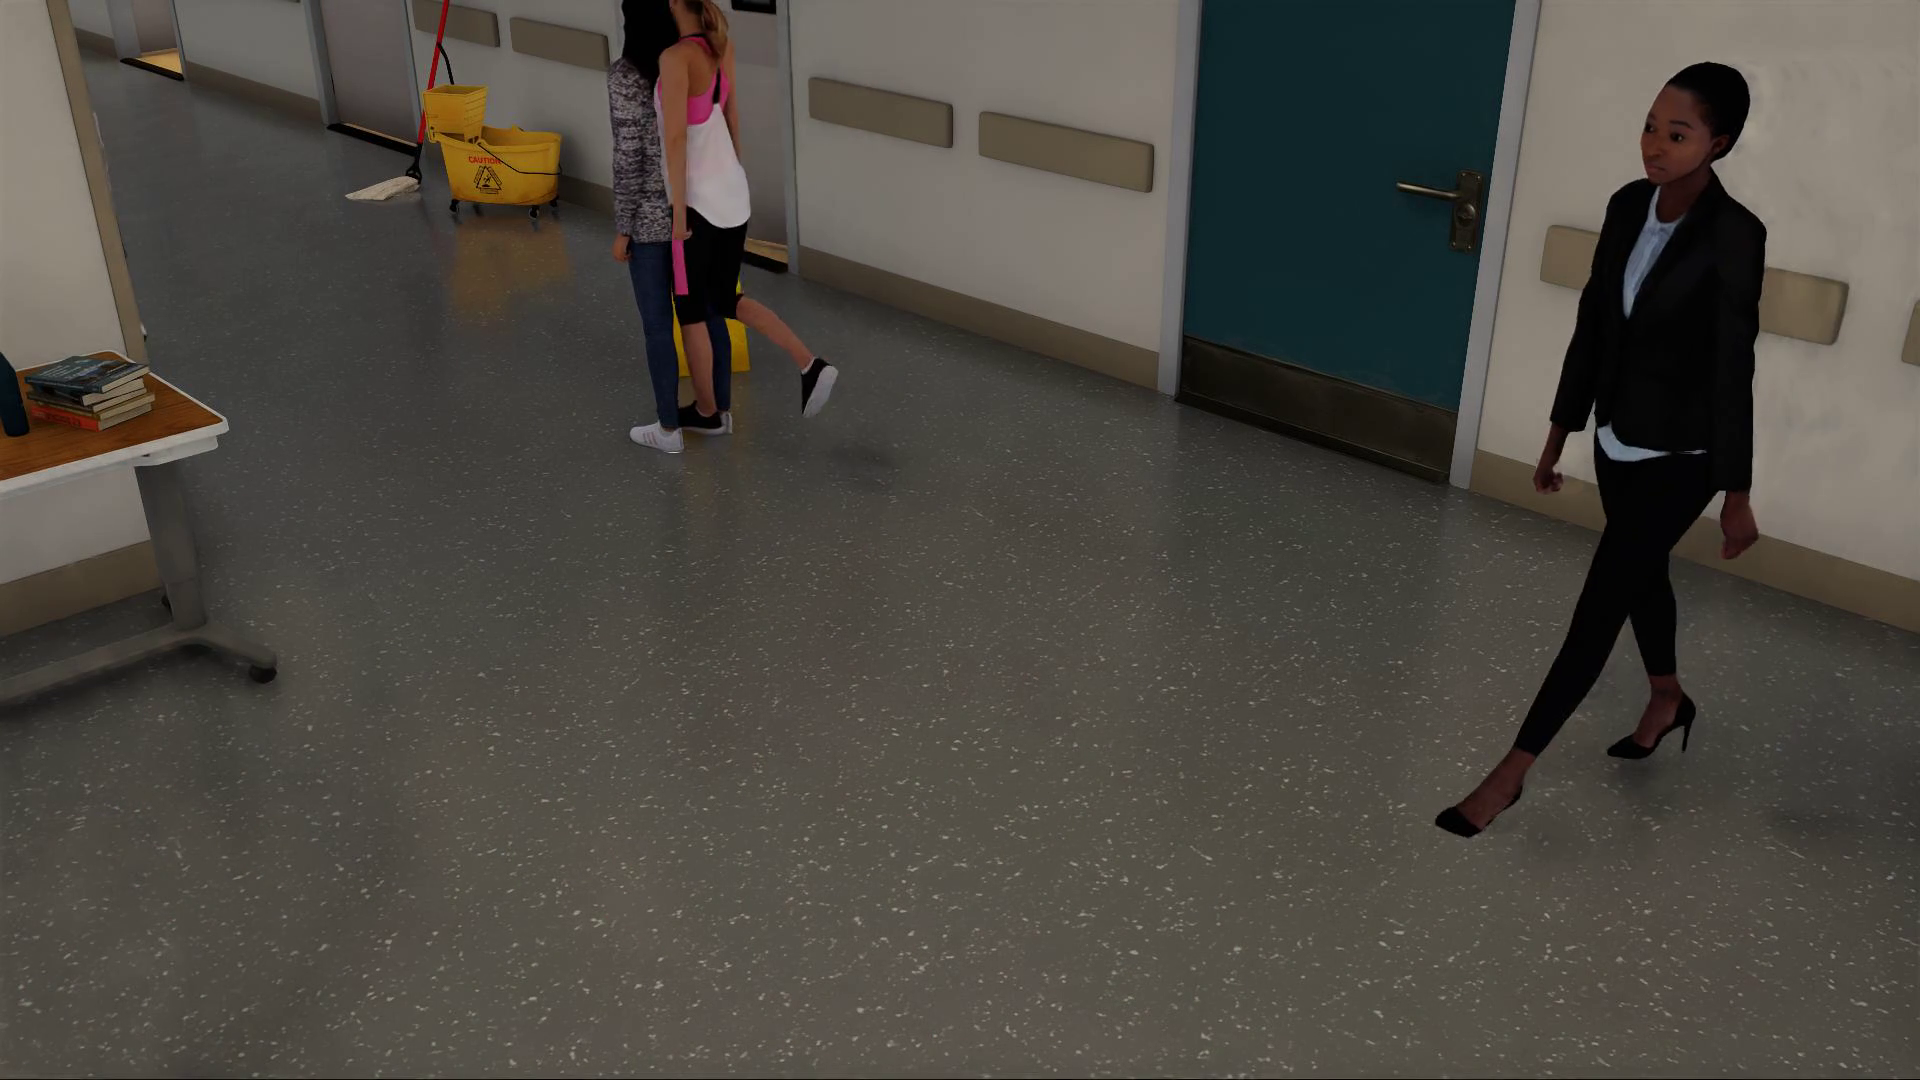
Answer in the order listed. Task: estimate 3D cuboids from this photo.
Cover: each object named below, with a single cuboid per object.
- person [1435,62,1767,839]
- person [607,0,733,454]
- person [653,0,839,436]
[{"bbox_3d":[1.647,-0.143,3.798,1.061,1.785,1.171,-8,27,-15],"label":"person"},{"bbox_3d":[-1.051,-1.178,6.004,0.507,1.732,0.604,23,34,39],"label":"person"},{"bbox_3d":[-0.816,-1.160,5.928,1.064,1.766,0.853,11,28,22],"label":"person"}]
